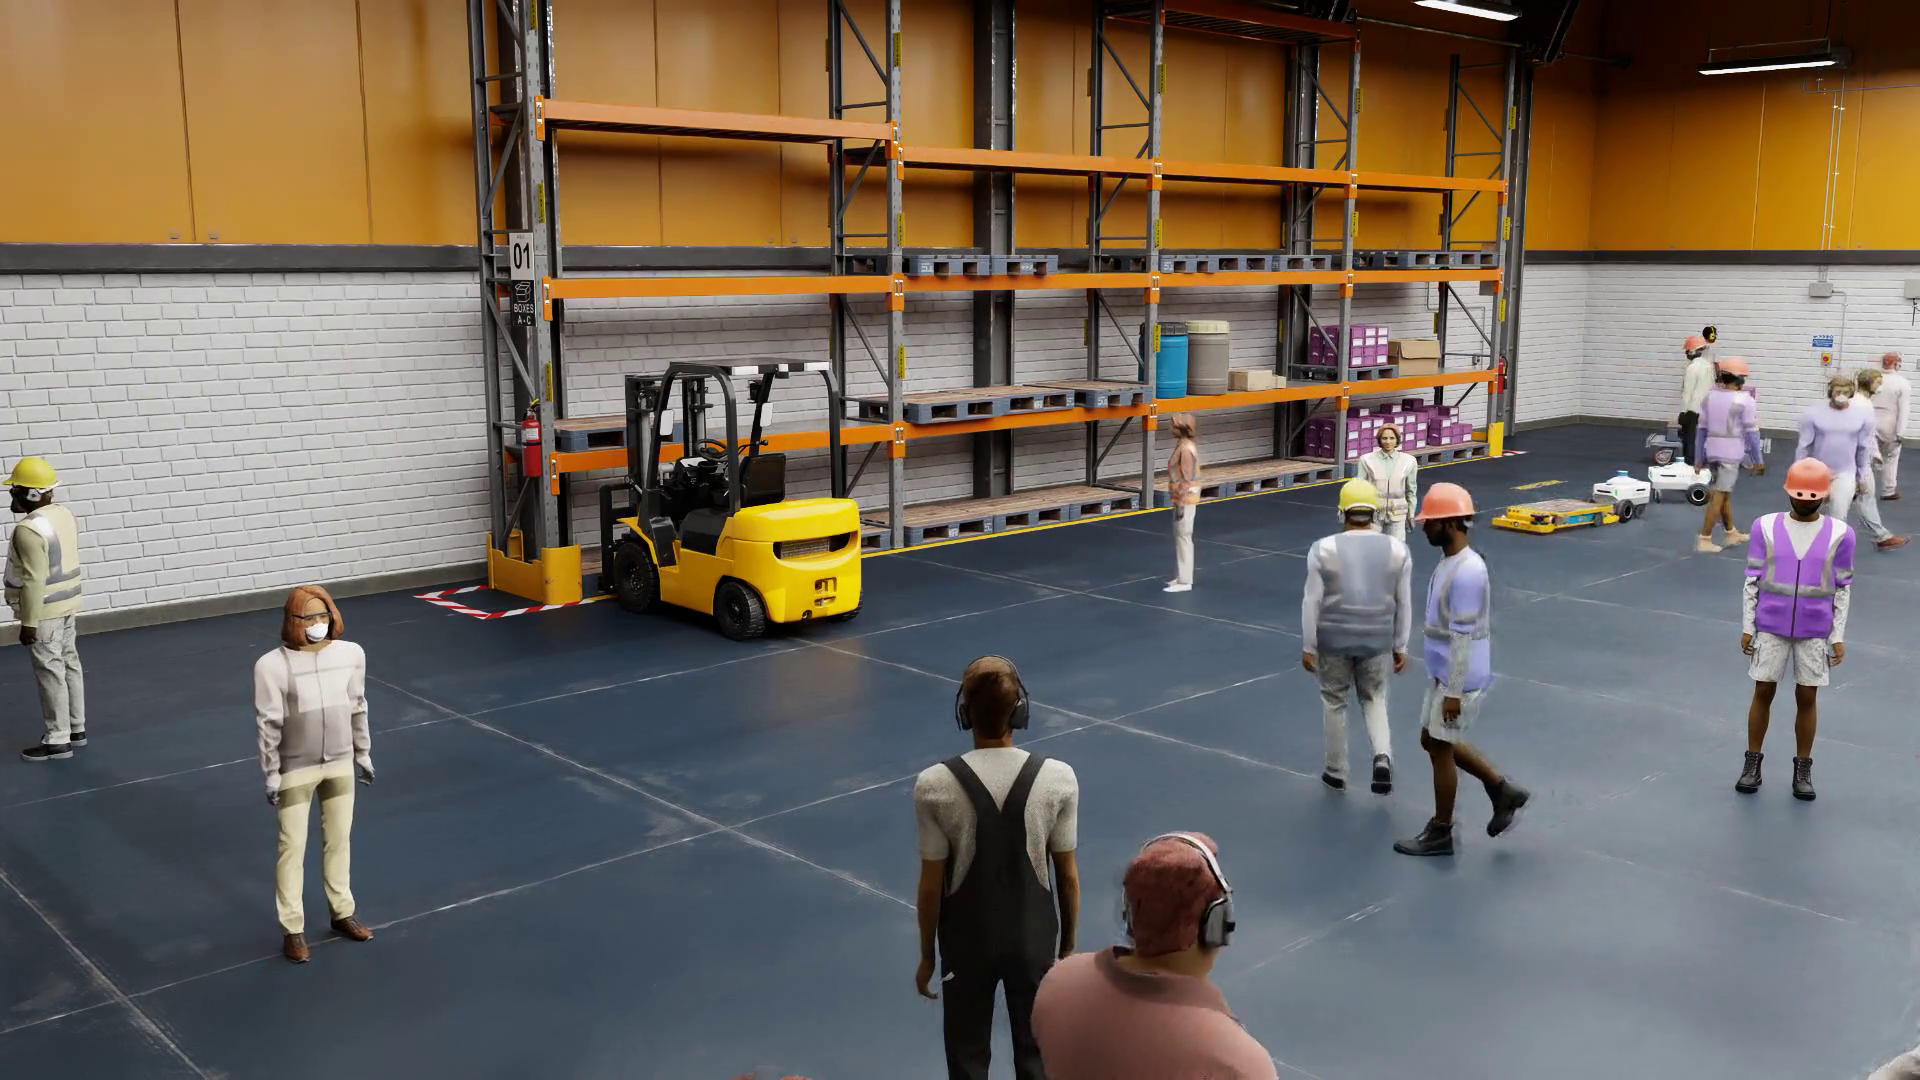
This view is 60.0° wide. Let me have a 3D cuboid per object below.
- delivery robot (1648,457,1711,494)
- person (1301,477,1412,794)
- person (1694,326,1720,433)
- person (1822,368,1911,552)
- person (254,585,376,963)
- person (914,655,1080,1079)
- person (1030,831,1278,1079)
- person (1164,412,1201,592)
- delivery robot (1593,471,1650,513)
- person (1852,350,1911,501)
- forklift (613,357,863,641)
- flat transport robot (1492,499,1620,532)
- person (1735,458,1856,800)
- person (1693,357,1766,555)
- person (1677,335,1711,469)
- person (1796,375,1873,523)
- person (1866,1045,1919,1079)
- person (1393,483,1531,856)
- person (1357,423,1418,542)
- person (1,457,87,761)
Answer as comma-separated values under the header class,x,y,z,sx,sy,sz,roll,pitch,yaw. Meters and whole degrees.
class,x,y,z,sx,sy,sz,roll,pitch,yaw
delivery robot,8.858,-0.776,20.490,0.707,0.478,0.477,4,10,23
person,2.203,0.560,9.264,0.597,1.818,0.512,0,10,-3
person,12.516,-2.654,27.933,0.310,1.864,0.532,-7,12,-37
person,9.318,-0.836,17.219,1.024,1.885,0.640,5,11,28
person,-2.797,0.994,7.250,0.283,1.633,0.501,9,13,43
person,0.112,1.260,5.094,0.506,1.839,0.343,-1,10,-5
person,0.404,1.525,3.413,0.543,1.880,0.660,-8,12,-38
person,2.023,-0.343,15.060,0.313,1.641,0.521,1,10,5
delivery robot,7.651,-0.559,19.223,0.707,0.478,0.477,-7,12,-35
person,11.357,-1.399,20.540,0.839,1.883,0.641,-7,12,-37
forklift,-1.847,-0.414,13.852,1.214,2.155,2.313,-9,13,-42
flat transport robot,6.713,-0.284,18.714,1.431,0.197,0.652,-7,12,-34
person,4.673,0.493,9.323,0.542,1.929,0.368,5,11,26
person,7.925,-0.855,16.995,0.967,2.003,0.619,-4,10,-20
person,9.878,-1.762,22.405,0.440,1.979,0.620,9,13,42
person,8.411,-0.651,16.067,0.640,1.913,0.892,4,10,20
person,3.241,1.374,5.199,0.531,1.579,0.921,-2,10,-11
person,2.556,0.666,8.377,0.600,1.918,0.565,1,10,5
person,3.606,-0.180,14.103,0.515,1.640,0.315,1,10,8
person,-5.550,0.409,10.079,0.404,1.836,0.600,-1,10,-7
